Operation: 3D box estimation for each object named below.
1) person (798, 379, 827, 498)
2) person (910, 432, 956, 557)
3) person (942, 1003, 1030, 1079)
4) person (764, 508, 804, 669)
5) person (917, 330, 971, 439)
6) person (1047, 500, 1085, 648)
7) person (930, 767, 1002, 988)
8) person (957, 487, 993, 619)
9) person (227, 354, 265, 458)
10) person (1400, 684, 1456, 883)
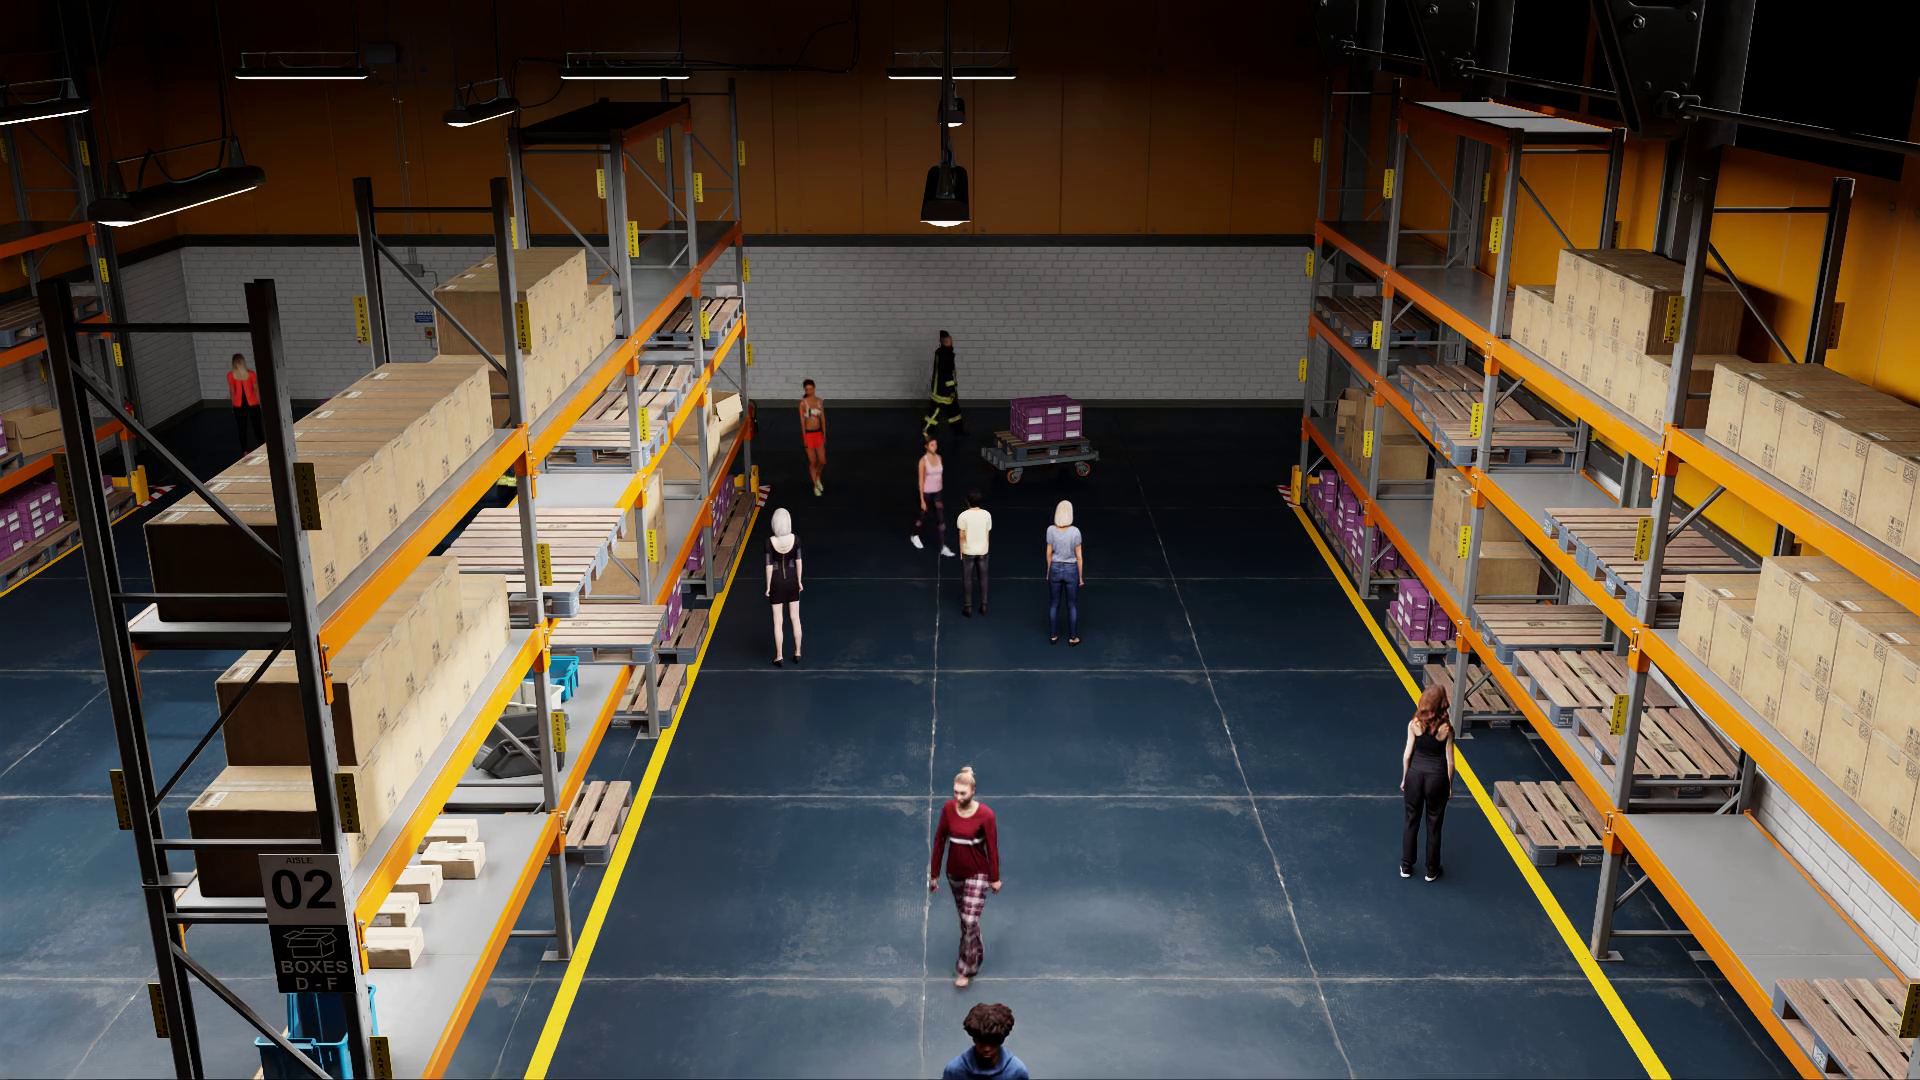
[{"bbox_3d":[-2.210,-1.510,24.432,0.712,1.766,0.772,-10,21,-28],"label":"person"},{"bbox_3d":[-0.444,-0.607,21.994,0.999,1.611,1.144,-14,23,-35],"label":"person"},{"bbox_3d":[0.145,3.468,9.579,0.675,1.811,0.570,-1,19,-3],"label":"person"},{"bbox_3d":[-1.936,0.513,18.325,0.648,1.830,0.632,-8,20,-22],"label":"person"},{"bbox_3d":[-0.351,-2.527,27.347,0.885,1.834,1.090,-1,19,-4],"label":"person"},{"bbox_3d":[1.183,0.375,18.903,0.634,1.723,0.607,6,19,17],"label":"person"},{"bbox_3d":[0.094,2.497,12.660,0.843,1.685,0.936,9,21,25],"label":"person"},{"bbox_3d":[0.183,0.145,19.801,0.626,1.584,0.562,-5,19,-14],"label":"person"},{"bbox_3d":[-11.313,-2.120,26.356,0.648,1.694,0.620,-5,19,-16],"label":"person"},{"bbox_3d":[3.916,2.026,13.965,0.648,1.746,0.642,8,20,23],"label":"person"}]
